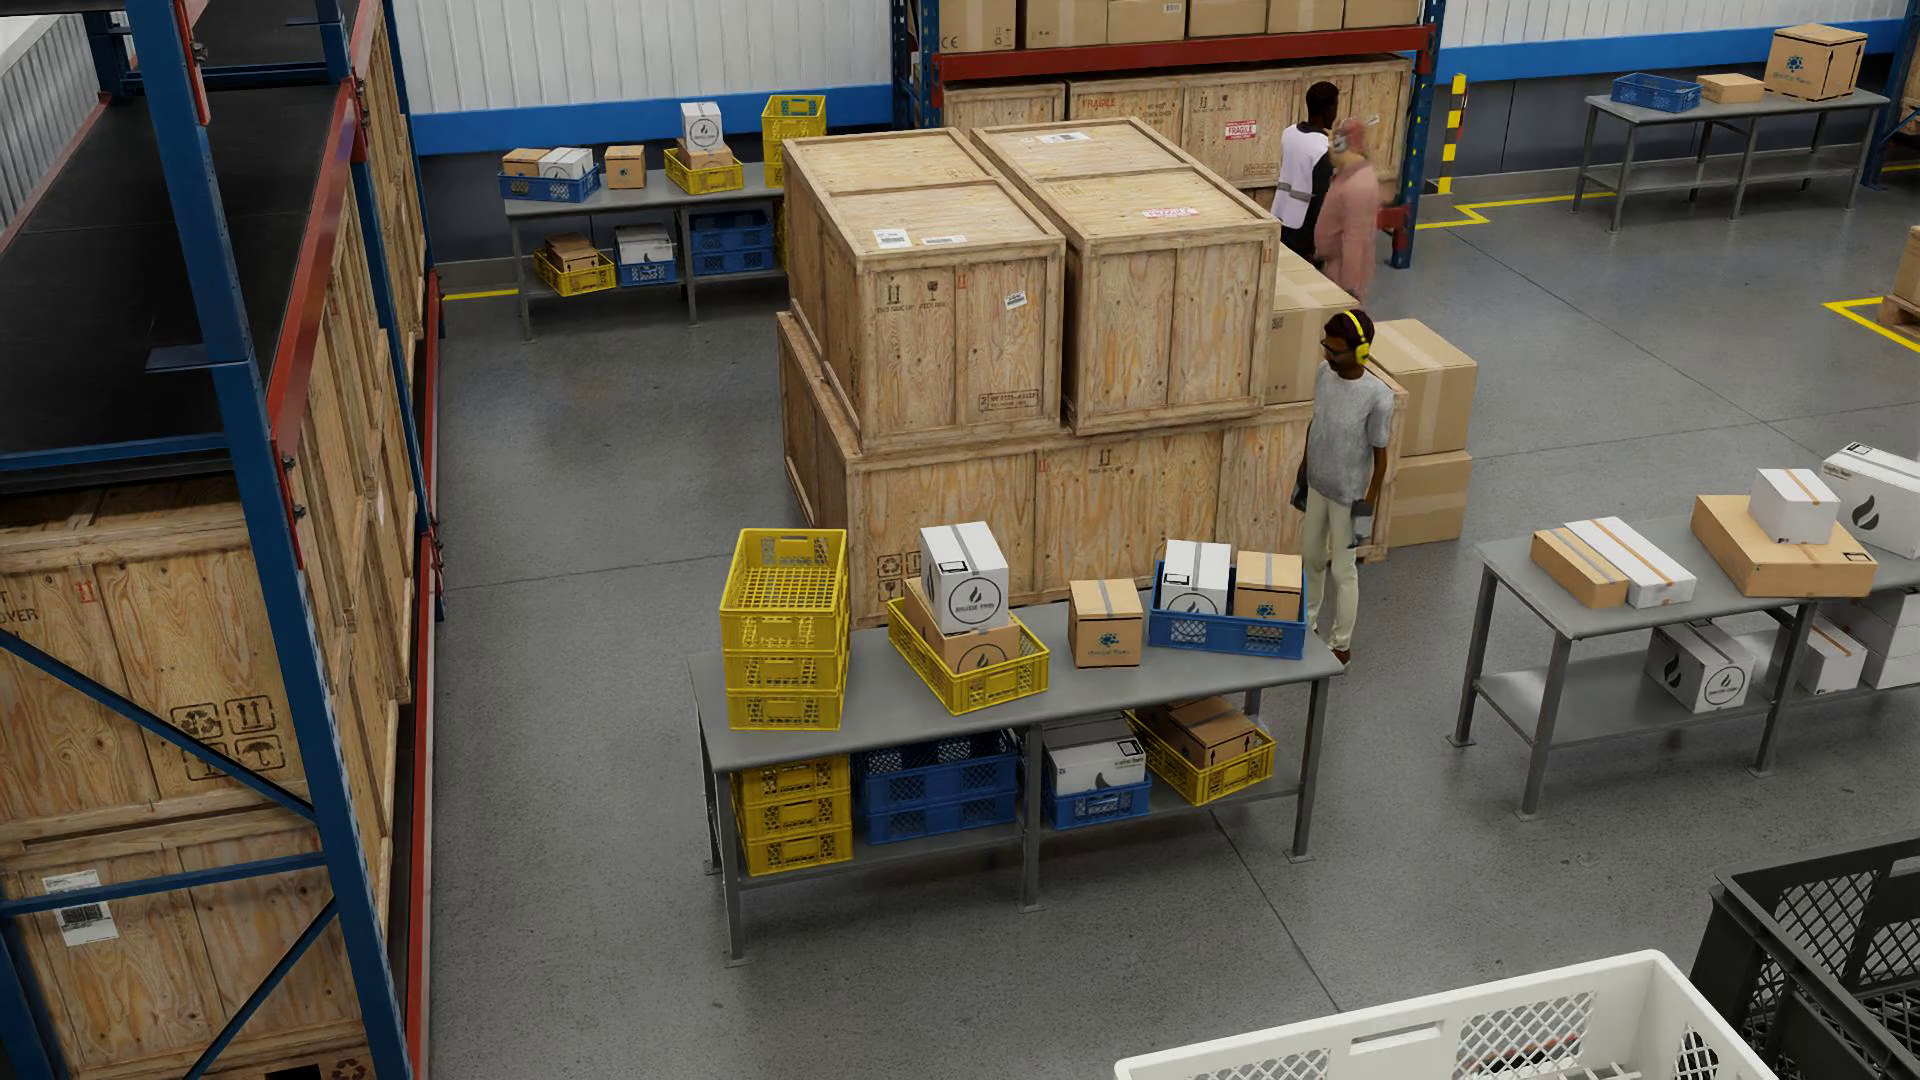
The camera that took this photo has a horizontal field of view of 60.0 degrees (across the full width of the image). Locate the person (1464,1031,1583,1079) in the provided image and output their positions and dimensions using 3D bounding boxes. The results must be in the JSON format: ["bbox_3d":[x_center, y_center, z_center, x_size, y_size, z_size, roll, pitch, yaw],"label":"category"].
[{"bbox_3d":[1.218,1.912,3.966,0.561,1.875,0.611,-14,32,-23],"label":"person"}]

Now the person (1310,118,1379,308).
[{"bbox_3d":[2.442,-1.741,10.629,0.463,1.869,0.658,5,29,10],"label":"person"}]

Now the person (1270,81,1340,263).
[{"bbox_3d":[2.322,-2.144,11.298,0.384,1.911,0.590,-9,30,-16],"label":"person"}]

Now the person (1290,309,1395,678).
[{"bbox_3d":[1.757,-0.209,7.829,0.328,1.865,0.521,-16,33,-27],"label":"person"}]
